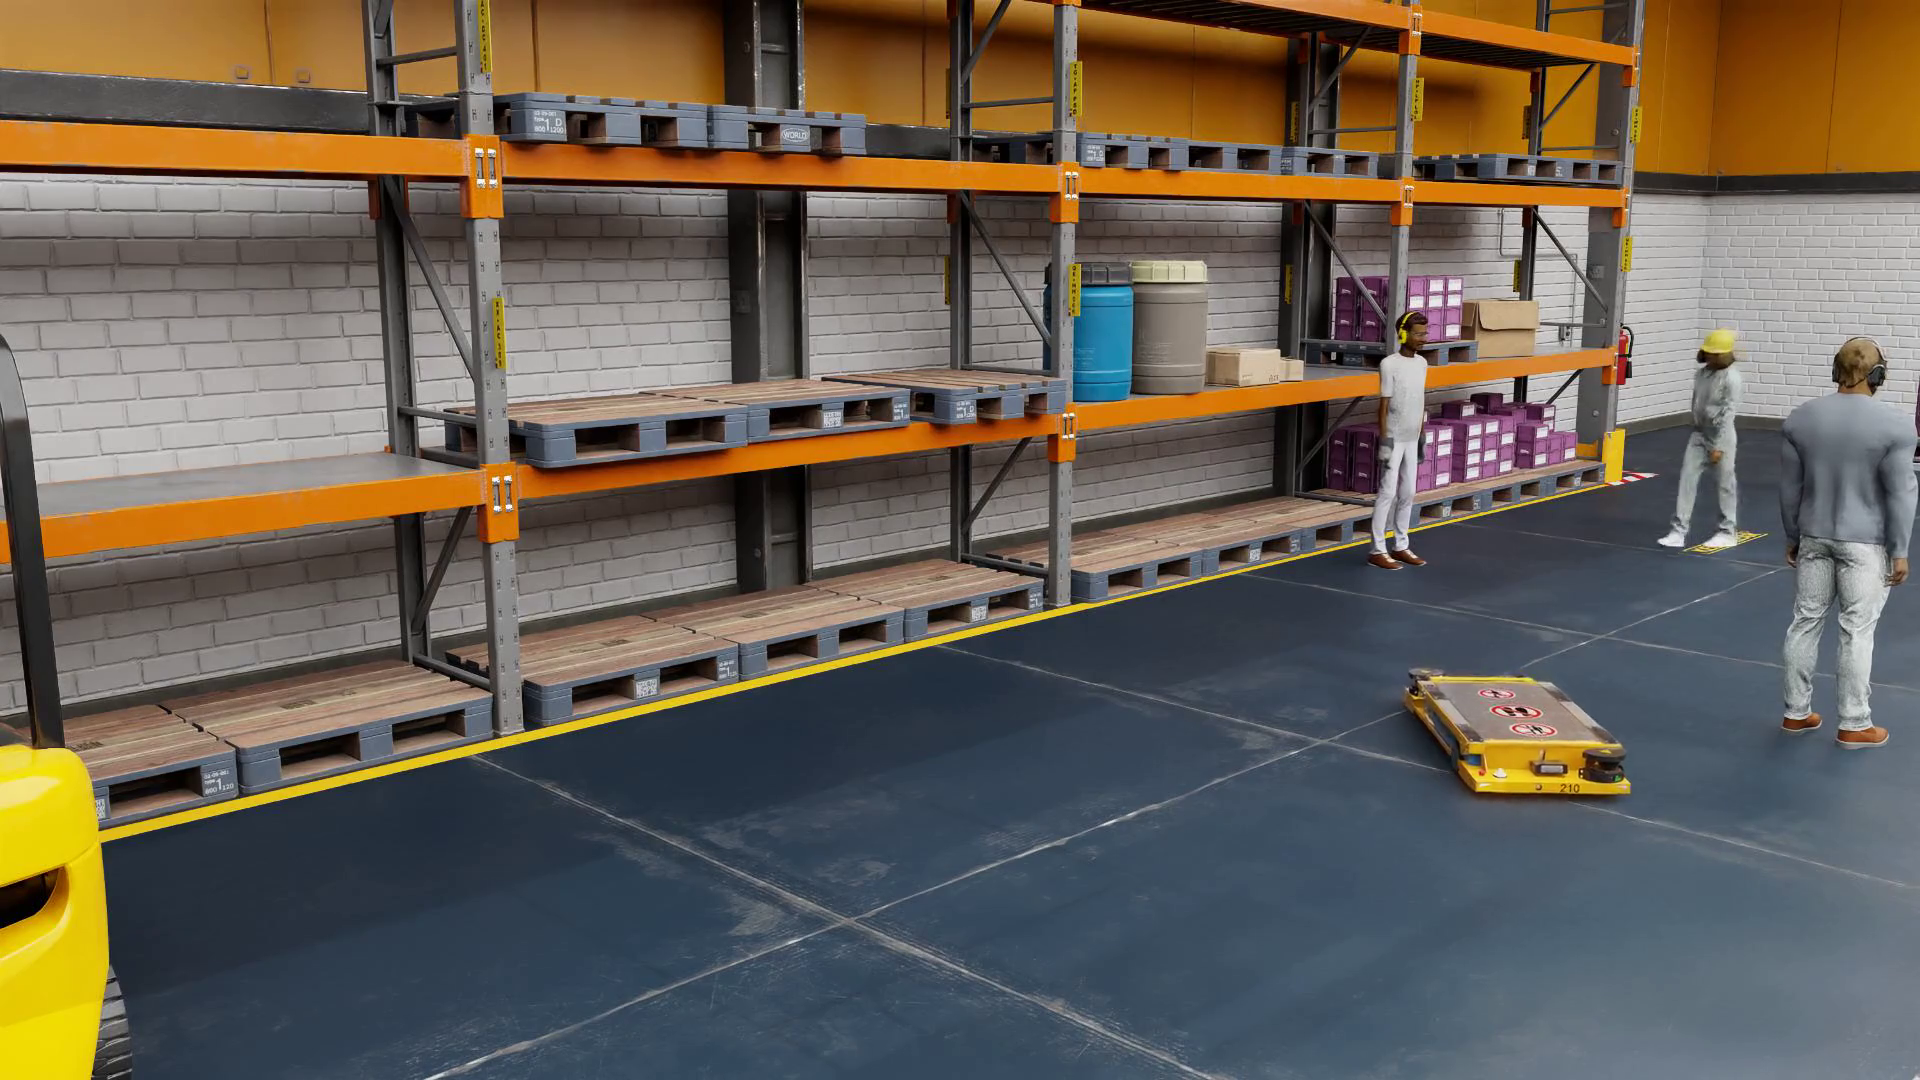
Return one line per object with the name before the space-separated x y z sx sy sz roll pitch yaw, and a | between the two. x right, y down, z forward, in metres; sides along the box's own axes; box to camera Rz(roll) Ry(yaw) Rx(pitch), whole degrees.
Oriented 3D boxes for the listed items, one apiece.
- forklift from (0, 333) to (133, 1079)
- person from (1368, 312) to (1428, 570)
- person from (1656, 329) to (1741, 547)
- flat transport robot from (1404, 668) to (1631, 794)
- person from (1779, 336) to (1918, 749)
forklift | -3.289 0.485 4.582 1.214 2.155 2.313 -10 14 -44
person | 3.209 -0.717 12.061 0.515 1.861 0.320 -8 13 -36
person | 5.704 -0.756 12.685 0.764 1.695 0.510 -4 11 -21
flat transport robot | 2.552 0.867 7.745 0.652 0.197 1.431 0 10 3
person | 4.171 0.014 7.850 0.372 1.939 0.631 -7 13 -34
